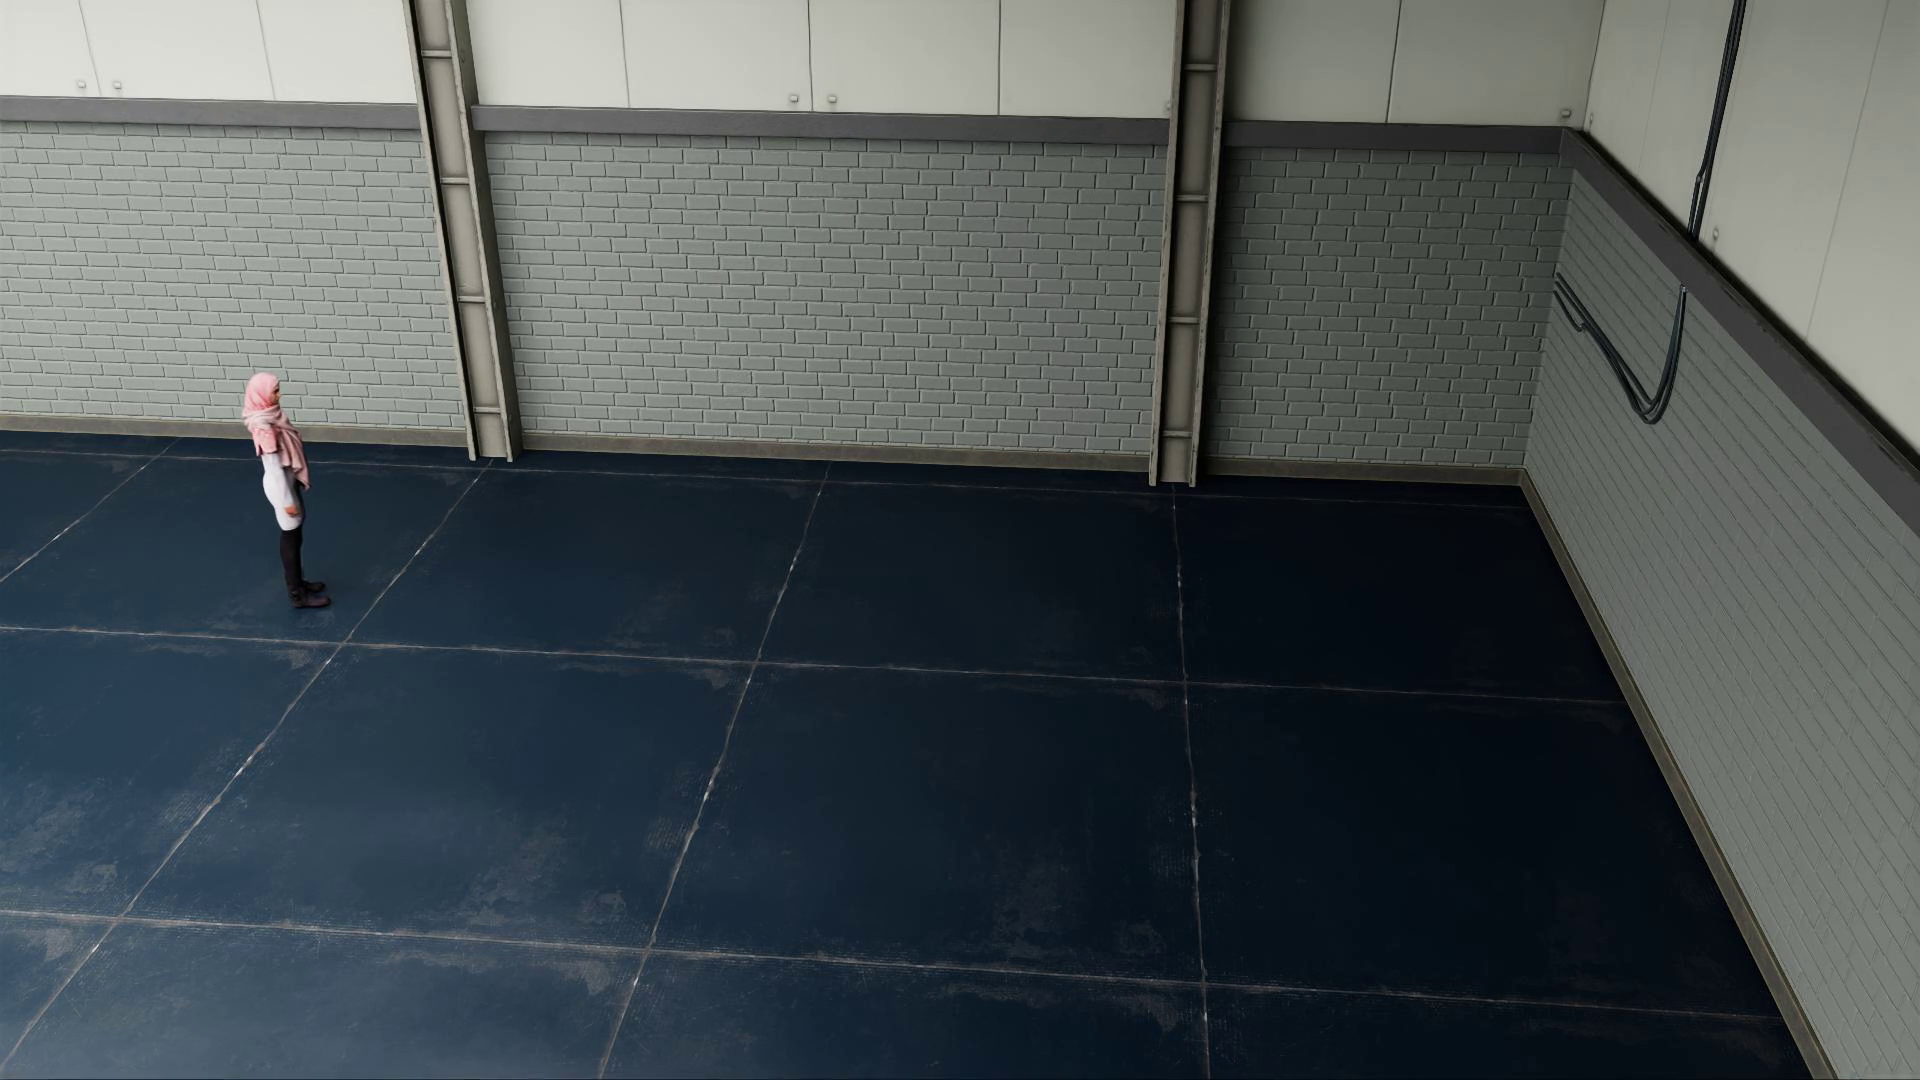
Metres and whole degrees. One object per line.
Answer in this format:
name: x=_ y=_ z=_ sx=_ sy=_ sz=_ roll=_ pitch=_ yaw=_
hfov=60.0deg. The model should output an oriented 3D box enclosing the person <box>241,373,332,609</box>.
person: x=-4.922 y=-0.358 z=12.084 sx=0.759 sy=1.803 sz=0.736 roll=-12 pitch=30 yaw=-23
